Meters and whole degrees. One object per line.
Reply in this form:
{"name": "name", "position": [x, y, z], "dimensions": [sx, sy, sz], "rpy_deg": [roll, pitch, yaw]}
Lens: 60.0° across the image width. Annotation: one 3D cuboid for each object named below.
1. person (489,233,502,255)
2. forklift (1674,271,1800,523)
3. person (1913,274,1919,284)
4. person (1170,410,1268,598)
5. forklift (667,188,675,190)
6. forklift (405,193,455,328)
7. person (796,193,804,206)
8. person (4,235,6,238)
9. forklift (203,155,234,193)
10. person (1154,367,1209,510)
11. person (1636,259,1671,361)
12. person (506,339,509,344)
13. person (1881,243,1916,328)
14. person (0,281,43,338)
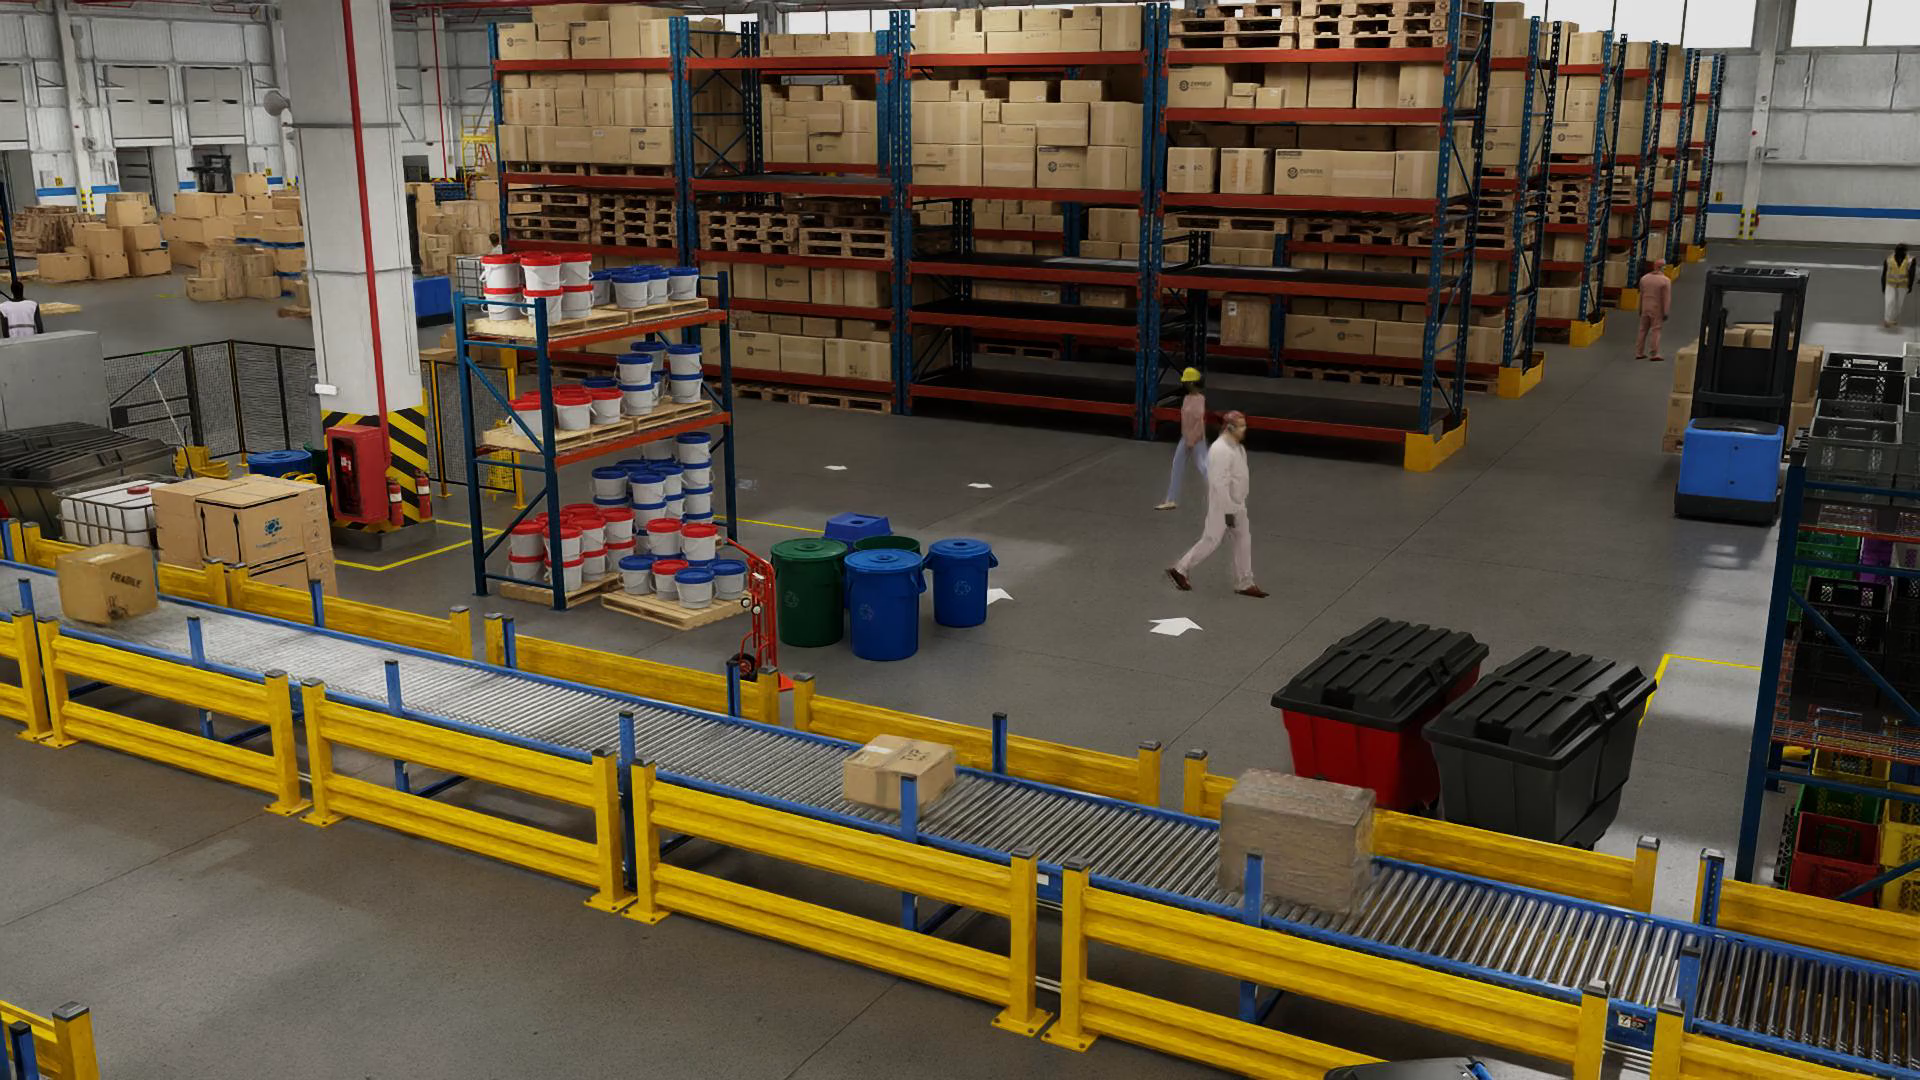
{"name": "person", "position": [-10.194, -5.815, 36.776], "dimensions": [0.371, 1.935, 0.627], "rpy_deg": [-6, 16, -20]}
{"name": "forklift", "position": [9.269, -1.763, 19.726], "dimensions": [1.129, 2.768, 1.873], "rpy_deg": [8, 17, 27]}
{"name": "person", "position": [25.743, -7.594, 43.900], "dimensions": [0.804, 1.704, 0.482], "rpy_deg": [3, 15, 10]}
{"name": "person", "position": [2.581, -0.367, 16.430], "dimensions": [0.940, 1.873, 0.651], "rpy_deg": [9, 17, 30]}
{"name": "forklift", "position": [-8.538, -9.197, 47.675], "dimensions": [1.129, 2.768, 1.873], "rpy_deg": [8, 17, 28]}
{"name": "forklift", "position": [-11.973, -6.001, 35.658], "dimensions": [1.873, 2.768, 1.129], "rpy_deg": [8, 17, 28]}
{"name": "person", "position": [-5.369, -11.056, 56.543], "dimensions": [0.549, 1.909, 0.879], "rpy_deg": [3, 15, 12]}
{"name": "person", "position": [-33.862, -11.596, 58.538], "dimensions": [0.611, 1.913, 0.449], "rpy_deg": [13, 19, 39]}
{"name": "forklift", "position": [-26.676, -12.494, 60.067], "dimensions": [1.129, 2.768, 1.873], "rpy_deg": [3, 15, 11]}
{"name": "person", "position": [2.808, -1.211, 19.845], "dimensions": [0.875, 1.729, 0.521], "rpy_deg": [-5, 16, -19]}
{"name": "person", "position": [13.026, -4.307, 31.179], "dimensions": [0.399, 1.900, 0.645], "rpy_deg": [-9, 17, -30]}
{"name": "person", "position": [-9.008, -4.434, 32.229], "dimensions": [0.770, 1.600, 0.527], "rpy_deg": [-5, 16, -18]}
{"name": "person", "position": [20.205, -5.500, 35.862], "dimensions": [0.617, 1.805, 0.963], "rpy_deg": [8, 17, 27]}
{"name": "person", "position": [-15.328, -3.270, 27.233], "dimensions": [0.590, 1.920, 0.399], "rpy_deg": [-6, 16, -20]}
